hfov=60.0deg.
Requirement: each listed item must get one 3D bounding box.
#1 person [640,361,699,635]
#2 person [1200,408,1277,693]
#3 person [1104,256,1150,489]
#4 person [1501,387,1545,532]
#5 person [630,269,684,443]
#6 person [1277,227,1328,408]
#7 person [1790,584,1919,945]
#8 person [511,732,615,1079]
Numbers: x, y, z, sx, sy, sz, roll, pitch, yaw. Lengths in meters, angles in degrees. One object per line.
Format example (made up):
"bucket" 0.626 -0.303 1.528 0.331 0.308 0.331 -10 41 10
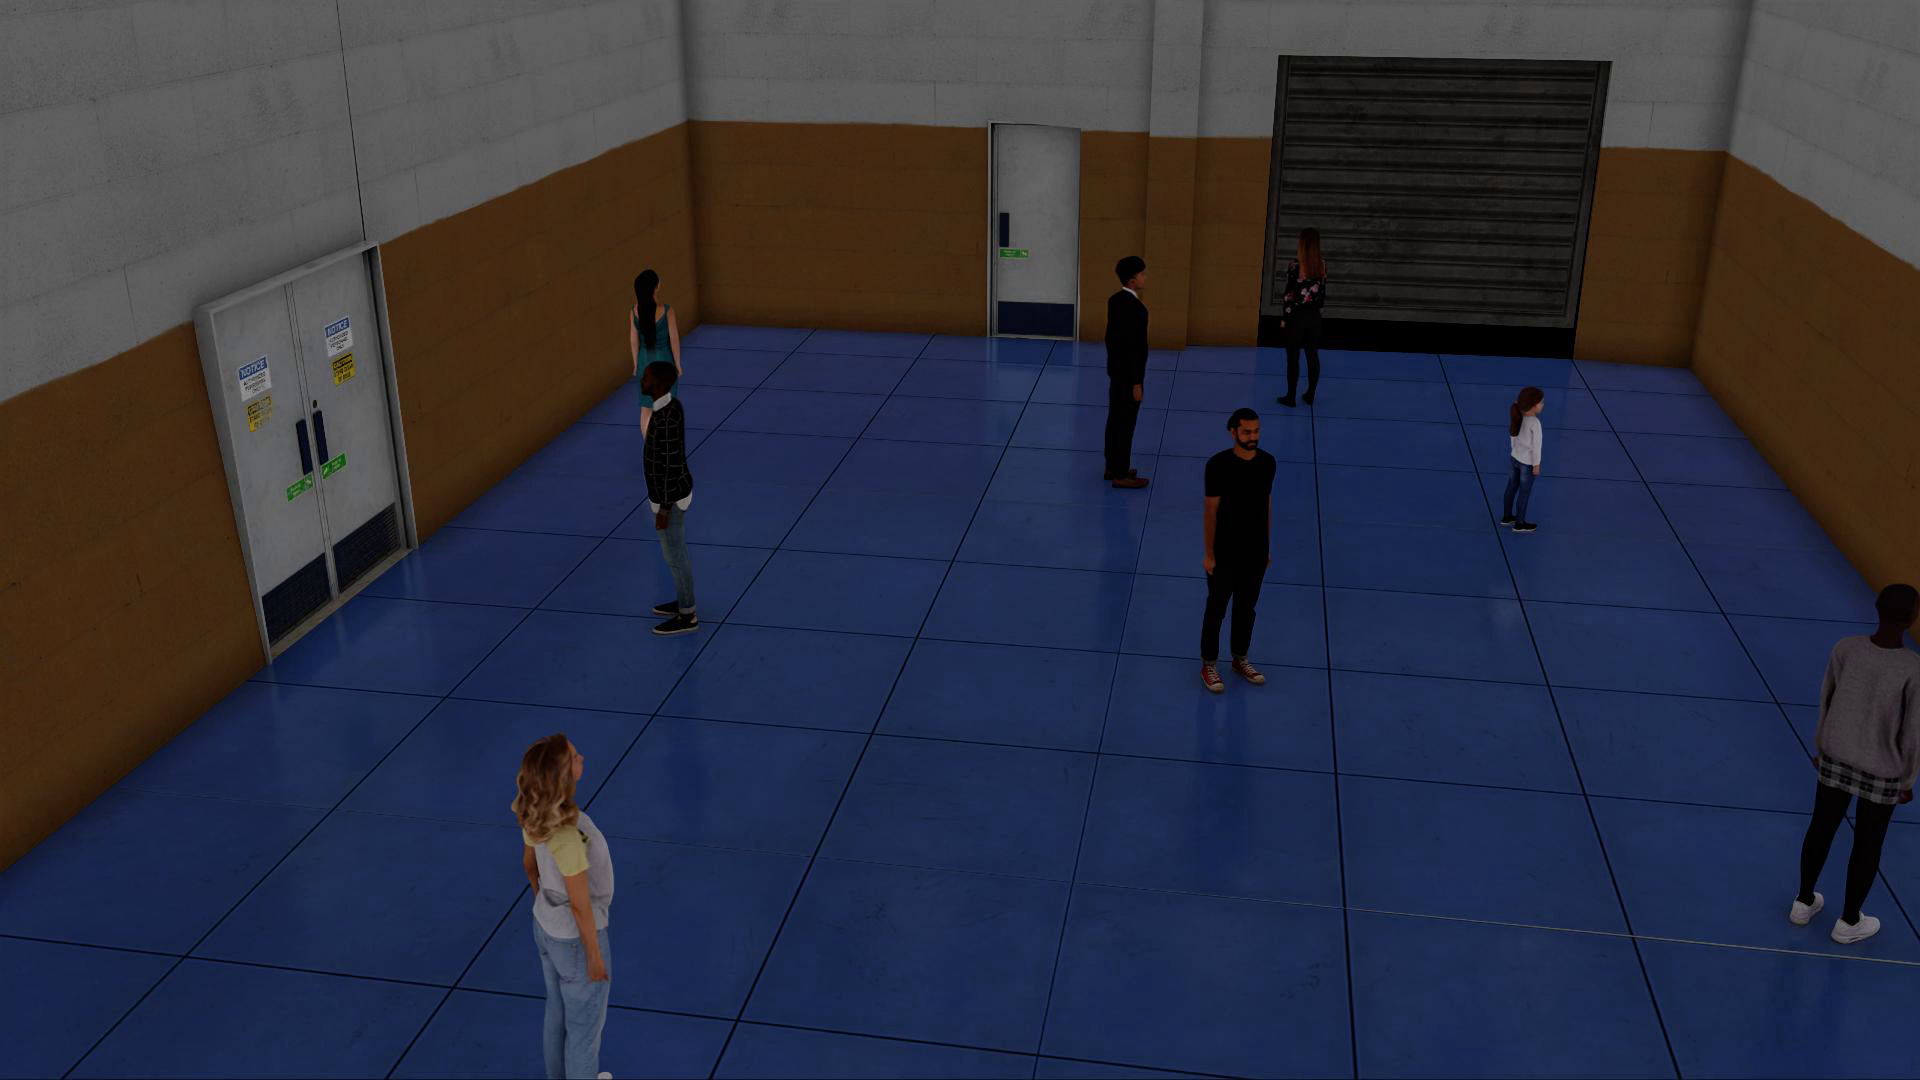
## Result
"person" -1.879 -0.290 10.834 0.669 1.820 0.722 -3 22 -7
"person" 1.677 0.045 10.085 0.696 1.756 0.789 -9 24 -22
"person" 1.321 -1.360 13.411 0.705 1.883 0.766 -5 22 -11
"person" 4.286 -0.631 12.630 0.559 1.113 0.519 -7 23 -17
"person" -2.529 -1.418 13.821 0.448 1.686 0.642 1 22 3
"person" 3.195 -2.071 15.452 0.599 1.682 0.709 -7 23 -18
"person" 4.146 1.015 7.649 0.751 1.772 0.680 -16 27 -35
"person" -1.512 1.526 6.423 0.767 1.723 0.696 -16 27 -34
